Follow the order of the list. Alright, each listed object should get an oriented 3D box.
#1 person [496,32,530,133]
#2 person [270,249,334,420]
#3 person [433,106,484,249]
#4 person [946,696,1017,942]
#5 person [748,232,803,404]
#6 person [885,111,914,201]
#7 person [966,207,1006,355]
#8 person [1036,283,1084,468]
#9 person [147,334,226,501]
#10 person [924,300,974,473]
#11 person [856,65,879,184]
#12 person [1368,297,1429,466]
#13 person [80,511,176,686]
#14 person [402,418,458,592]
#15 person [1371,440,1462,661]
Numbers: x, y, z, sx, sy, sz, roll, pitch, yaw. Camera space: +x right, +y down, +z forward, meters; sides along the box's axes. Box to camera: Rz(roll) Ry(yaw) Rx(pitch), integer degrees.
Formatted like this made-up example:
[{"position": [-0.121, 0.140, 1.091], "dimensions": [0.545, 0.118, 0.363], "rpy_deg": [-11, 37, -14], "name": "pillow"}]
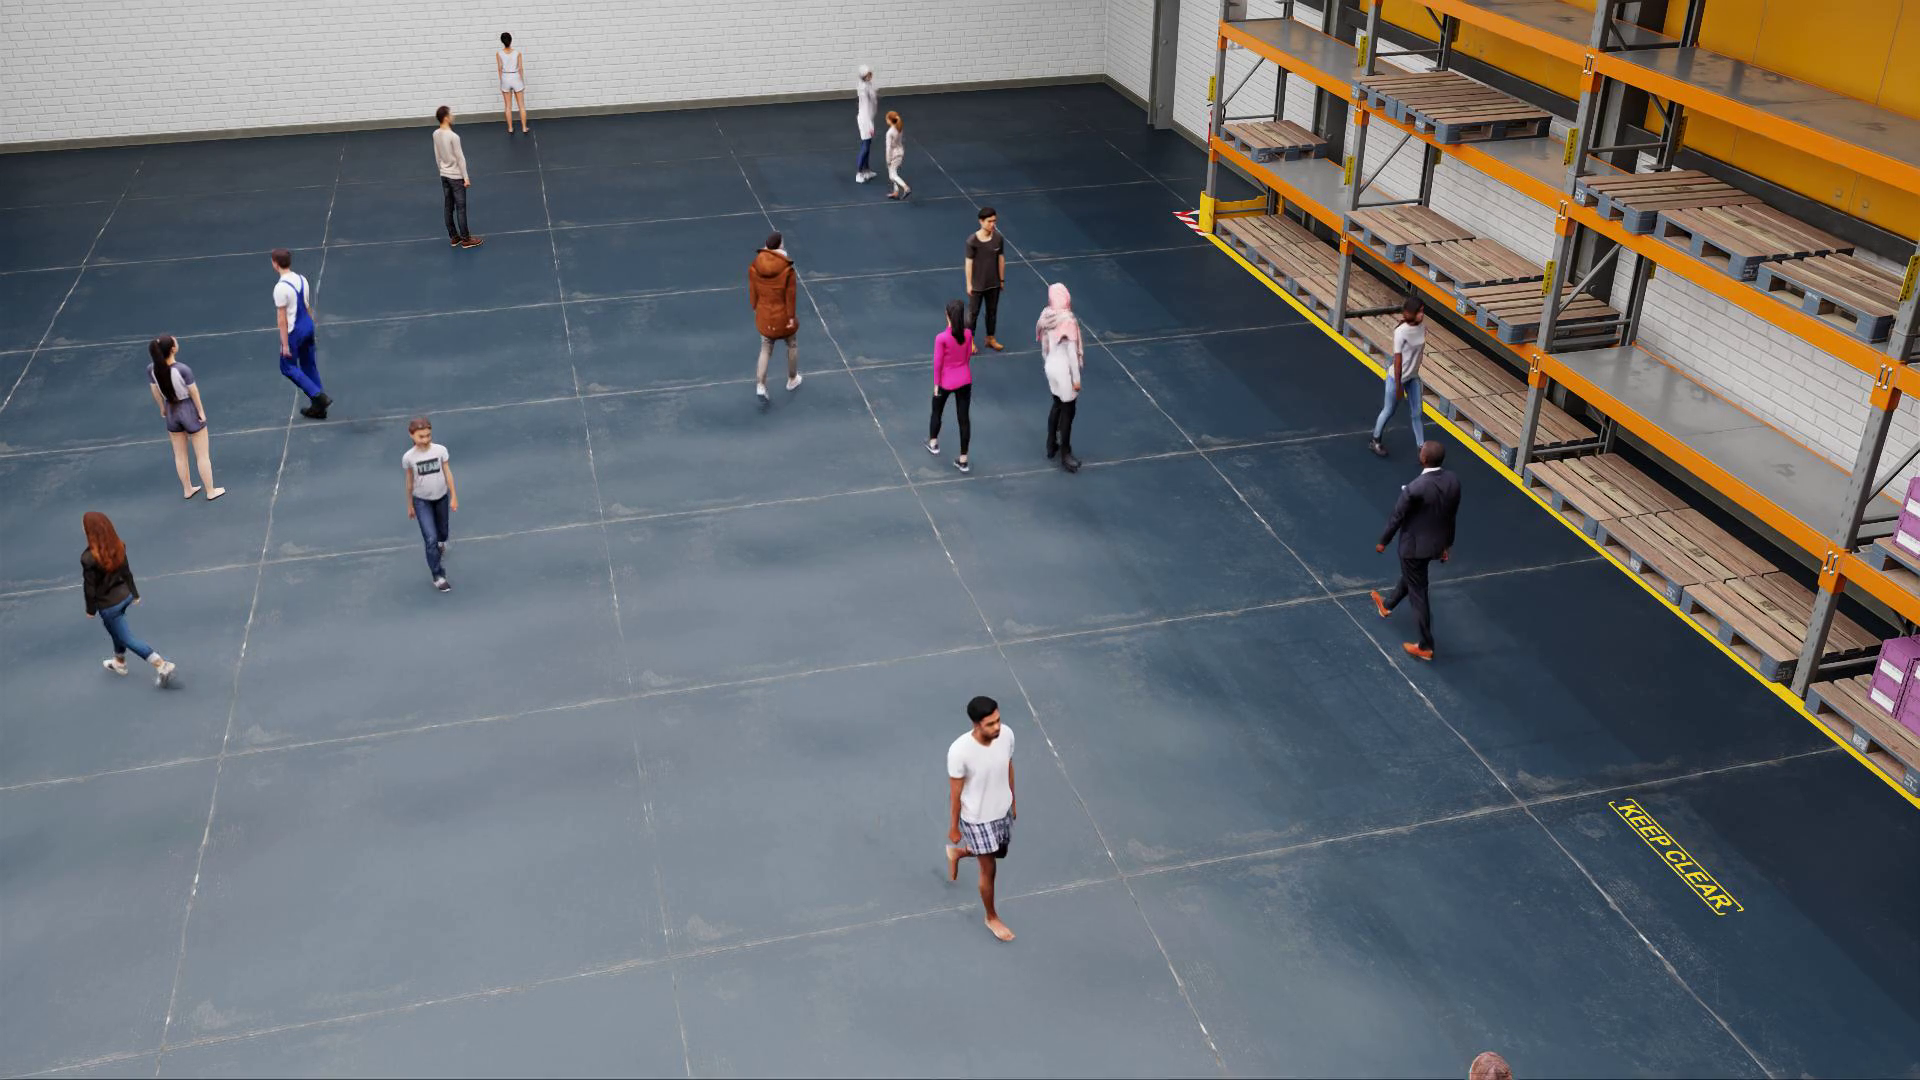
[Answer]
[{"position": [-7.355, -7.505, 27.259], "dimensions": [0.559, 1.612, 0.516], "rpy_deg": [-6, 29, -10], "name": "person"}, {"position": [-6.721, -2.082, 17.083], "dimensions": [0.881, 1.835, 0.830], "rpy_deg": [9, 30, 17], "name": "person"}, {"position": [-6.737, -4.823, 22.077], "dimensions": [0.723, 1.865, 0.797], "rpy_deg": [17, 33, 29], "name": "person"}, {"position": [0.111, 1.656, 10.363], "dimensions": [0.900, 1.708, 1.078], "rpy_deg": [-21, 35, -33], "name": "person"}, {"position": [-1.981, -2.323, 17.548], "dimensions": [1.042, 1.813, 1.229], "rpy_deg": [6, 29, 11], "name": "person"}, {"position": [-0.890, -5.507, 23.925], "dimensions": [0.817, 1.296, 0.765], "rpy_deg": [17, 33, 28], "name": "person"}, {"position": [0.264, -2.949, 18.805], "dimensions": [0.651, 1.708, 0.583], "rpy_deg": [-11, 30, -19], "name": "person"}, {"position": [0.981, -1.602, 16.263], "dimensions": [0.977, 1.778, 0.641], "rpy_deg": [-9, 30, -16], "name": "person"}, {"position": [-7.273, -1.151, 15.569], "dimensions": [0.665, 1.650, 0.647], "rpy_deg": [4, 29, 7], "name": "person"}, {"position": [-0.003, -1.464, 16.129], "dimensions": [0.690, 1.664, 1.004], "rpy_deg": [-12, 31, -21], "name": "person"}, {"position": [-1.401, -6.235, 24.786], "dimensions": [0.862, 1.749, 0.653], "rpy_deg": [-6, 29, -11], "name": "person"}, {"position": [4.286, -1.581, 16.321], "dimensions": [0.804, 1.686, 1.110], "rpy_deg": [-17, 33, -29], "name": "person"}, {"position": [-6.453, 0.476, 12.794], "dimensions": [0.877, 1.452, 0.973], "rpy_deg": [6, 29, 10], "name": "person"}, {"position": [-4.561, -0.380, 14.283], "dimensions": [0.723, 1.529, 1.066], "rpy_deg": [-13, 31, -22], "name": "person"}, {"position": [3.680, 0.115, 13.109], "dimensions": [0.866, 1.784, 1.219], "rpy_deg": [-14, 32, -24], "name": "person"}]
